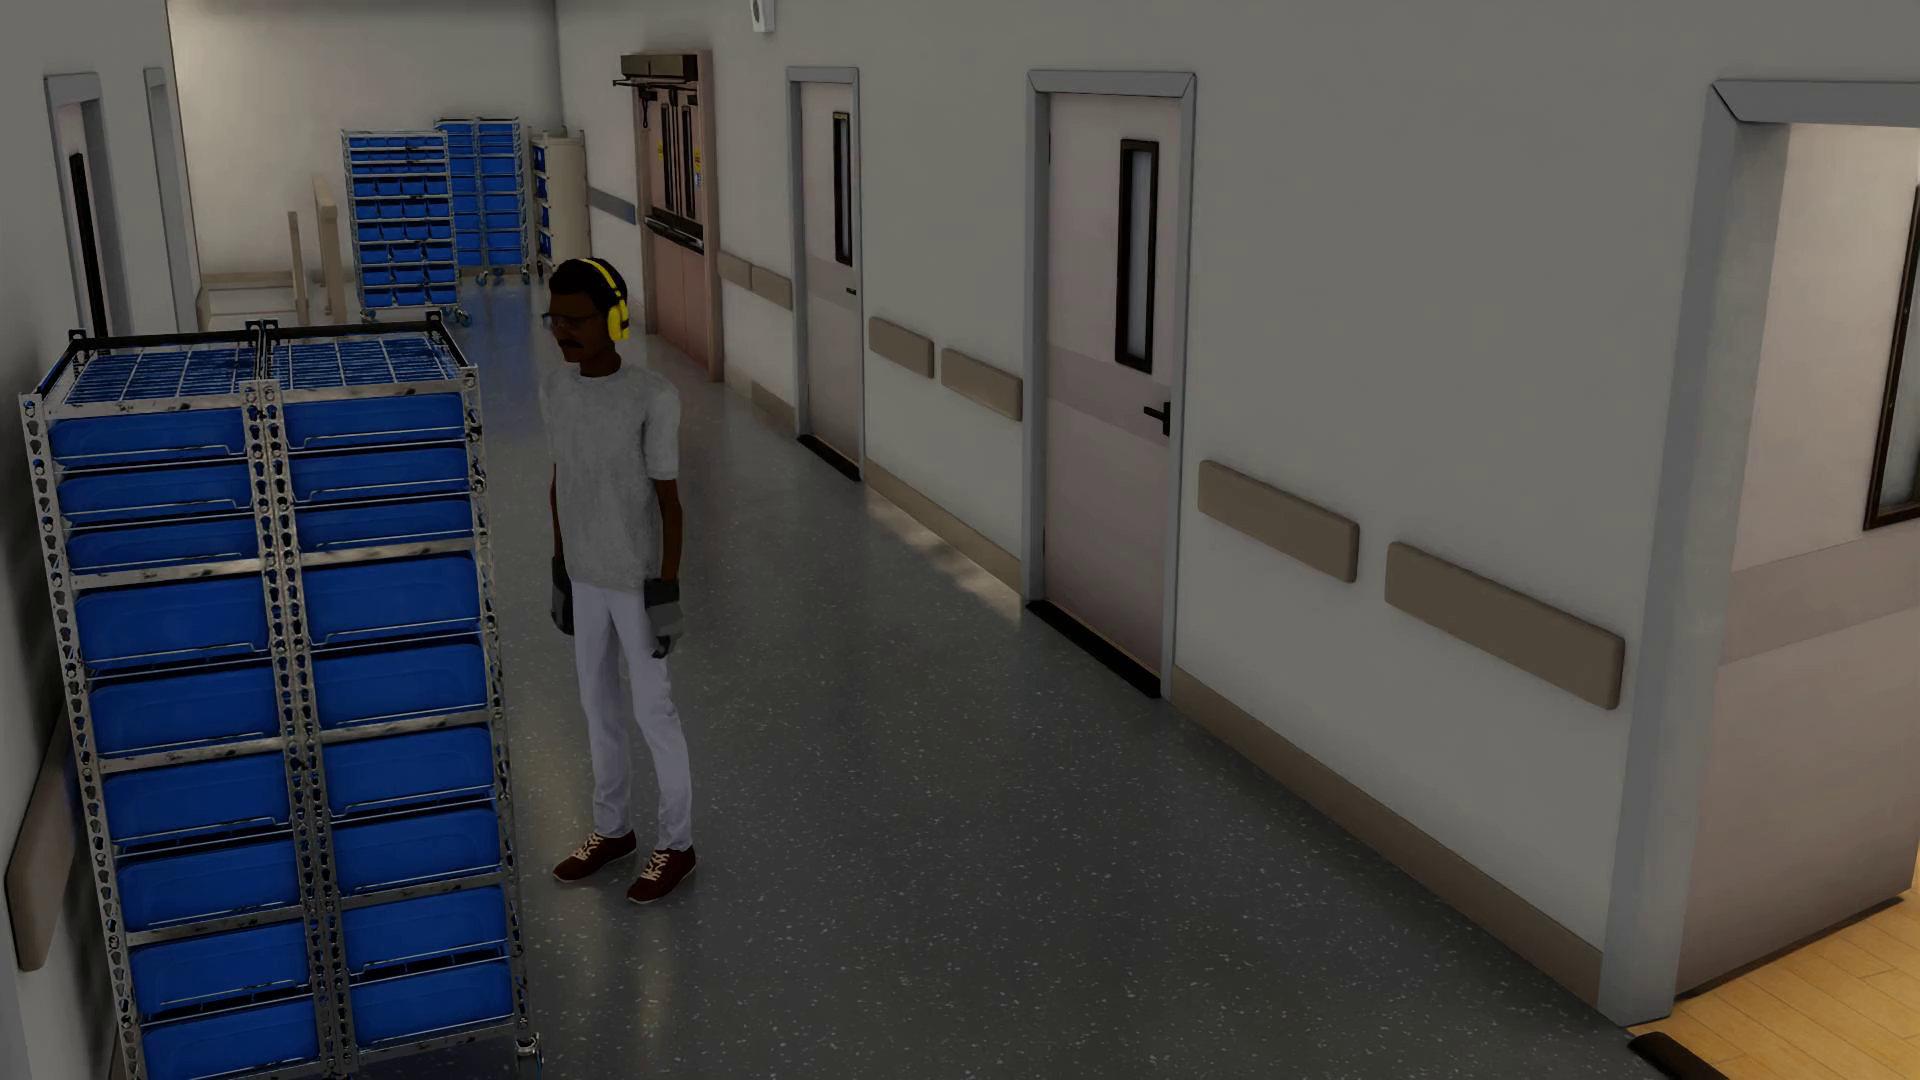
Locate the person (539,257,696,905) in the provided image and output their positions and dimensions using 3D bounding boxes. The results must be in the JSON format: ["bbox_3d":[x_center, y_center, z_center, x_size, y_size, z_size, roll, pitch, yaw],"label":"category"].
[{"bbox_3d":[-0.992,0.128,4.746,0.494,1.860,0.329,10,19,31],"label":"person"}]
